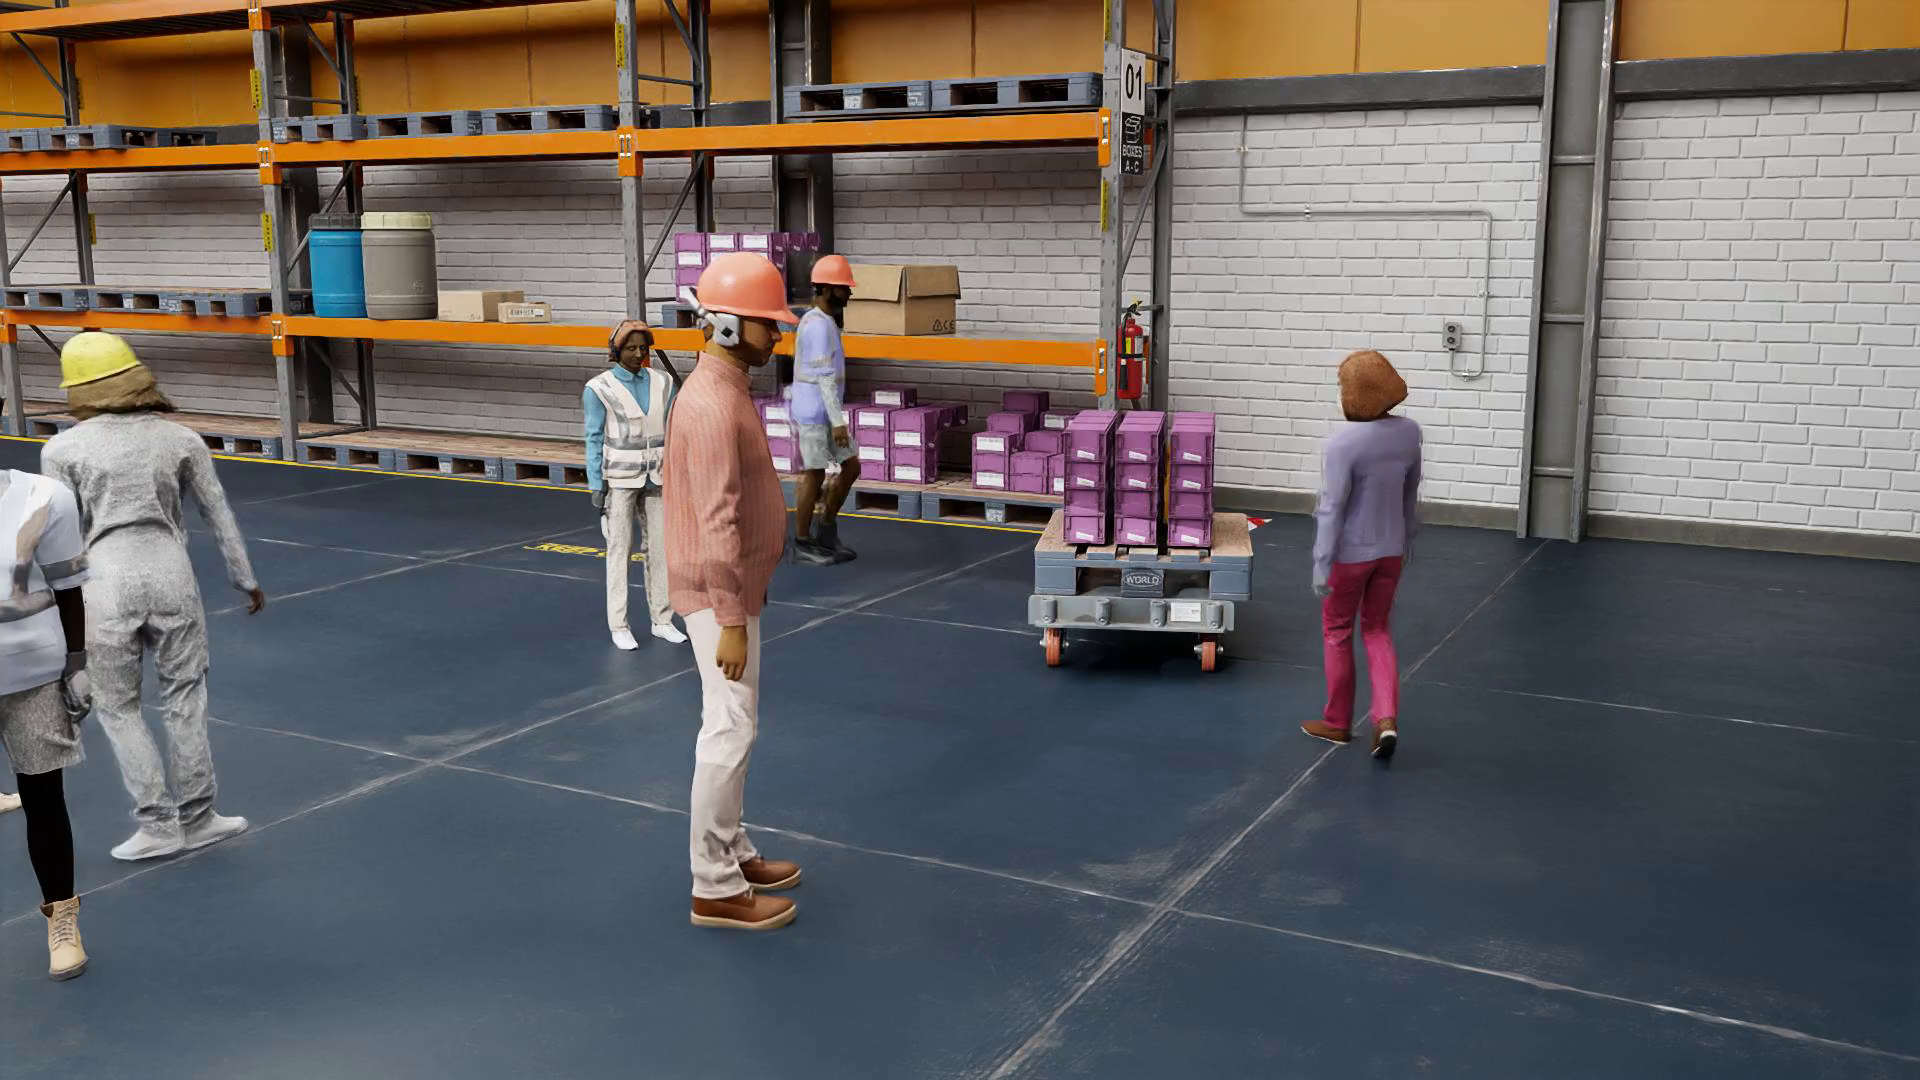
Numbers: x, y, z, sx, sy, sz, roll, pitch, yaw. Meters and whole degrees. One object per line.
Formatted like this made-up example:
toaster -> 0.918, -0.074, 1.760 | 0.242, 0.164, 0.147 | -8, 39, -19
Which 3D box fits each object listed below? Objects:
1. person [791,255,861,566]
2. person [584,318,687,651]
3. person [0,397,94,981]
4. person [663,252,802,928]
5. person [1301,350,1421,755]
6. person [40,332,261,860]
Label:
person -> -0.811, -0.773, 10.173 | 0.543, 1.913, 0.558 | 1, 10, 8
person -> -1.604, -0.272, 8.191 | 0.527, 1.631, 0.320 | -10, 14, -42
person -> -2.608, 0.377, 4.450 | 0.539, 1.695, 0.319 | -5, 11, -24
person -> -0.658, 0.159, 4.883 | 0.410, 1.980, 0.627 | -1, 10, -7
person -> 1.567, 0.053, 6.489 | 0.576, 1.600, 0.554 | -5, 12, -27
person -> -2.635, 0.185, 5.456 | 0.625, 1.724, 0.392 | -6, 12, -31
